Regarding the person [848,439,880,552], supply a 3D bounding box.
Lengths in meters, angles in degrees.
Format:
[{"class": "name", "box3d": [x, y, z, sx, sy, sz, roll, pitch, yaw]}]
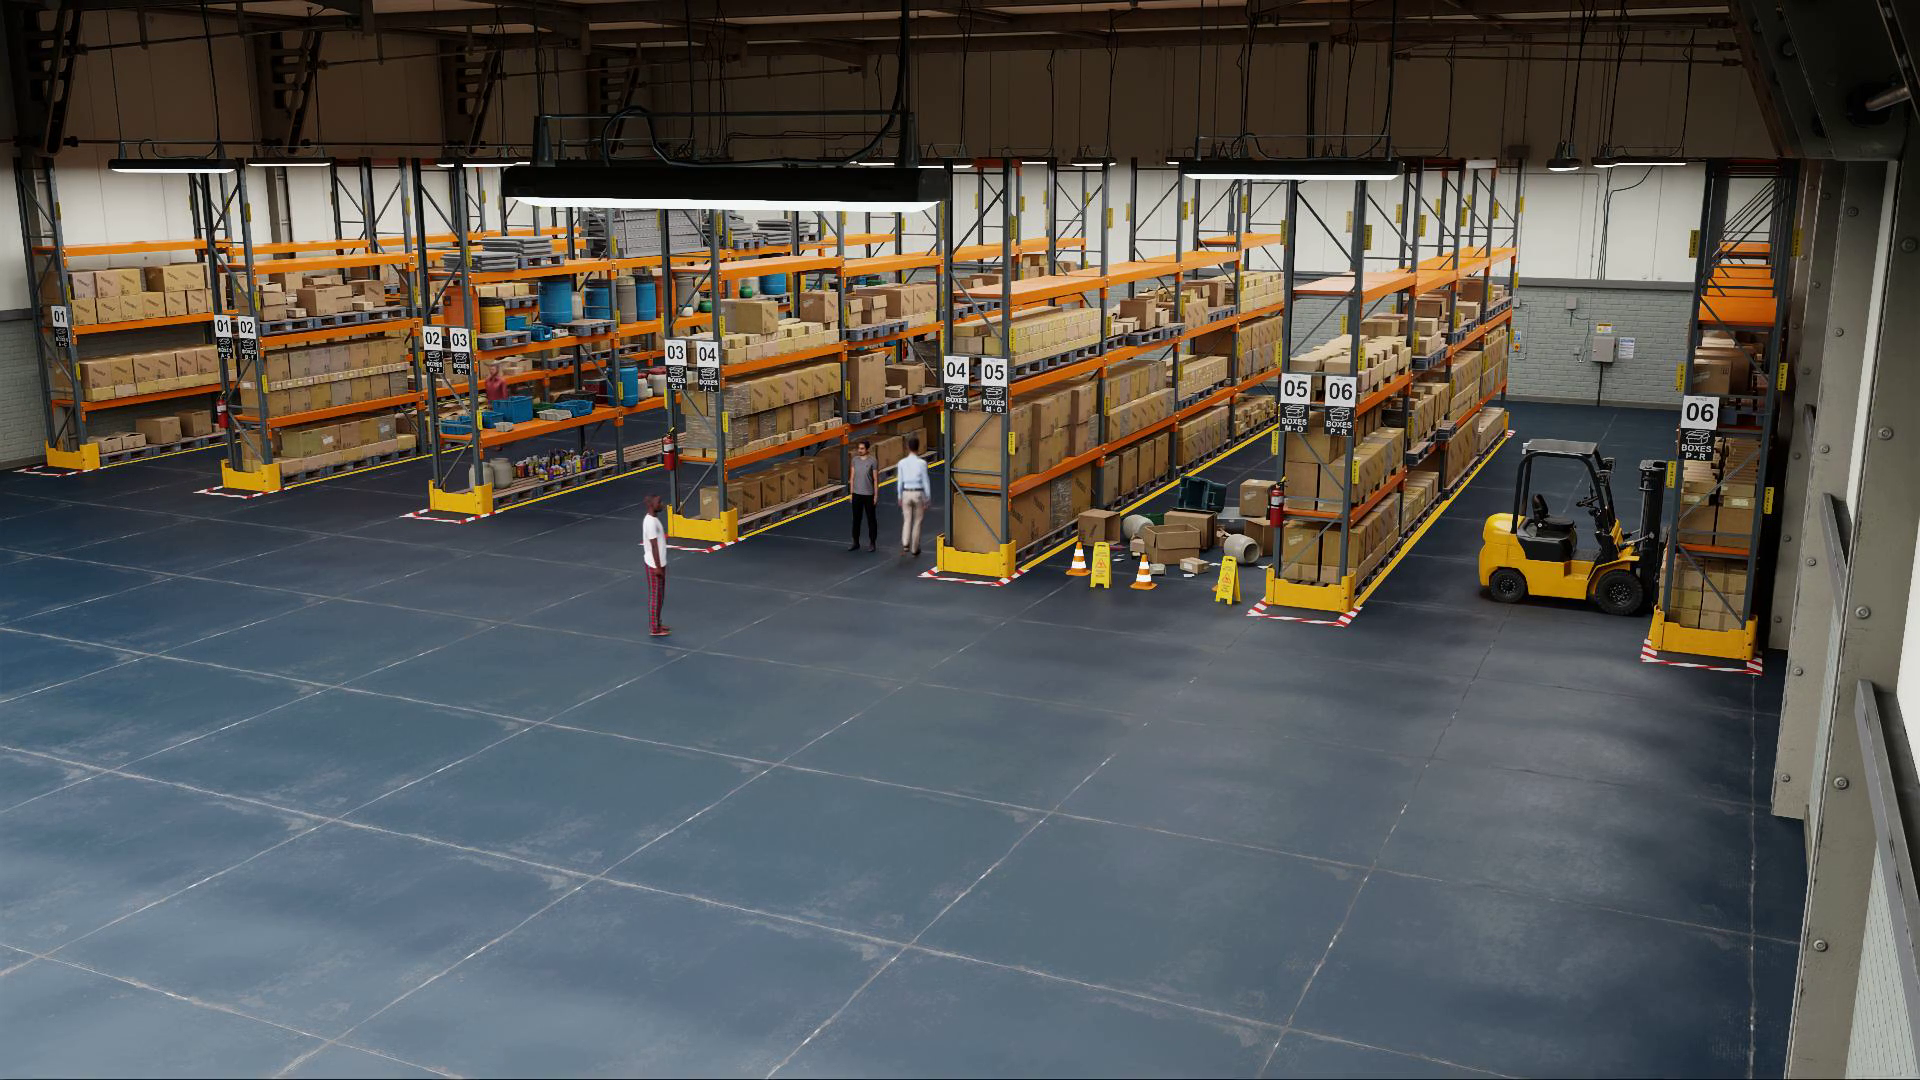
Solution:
[{"class": "person", "box3d": [-1.491, -0.717, 25.975, 0.647, 1.753, 0.578, 4, 14, 19]}]

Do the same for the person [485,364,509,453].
[{"class": "person", "box3d": [-9.635, -2.777, 34.735, 0.762, 1.813, 0.963, 4, 14, 17]}]

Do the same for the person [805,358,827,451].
[{"class": "person", "box3d": [-3.100, -2.854, 34.827, 0.811, 1.923, 0.748, 2, 13, 7]}]

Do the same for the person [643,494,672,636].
[{"class": "person", "box3d": [-3.926, 0.300, 21.400, 0.790, 1.836, 0.698, -3, 13, -13]}]

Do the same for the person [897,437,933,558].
[{"class": "person", "box3d": [-0.721, -0.633, 25.424, 0.694, 1.838, 0.671, 3, 13, 13]}]
